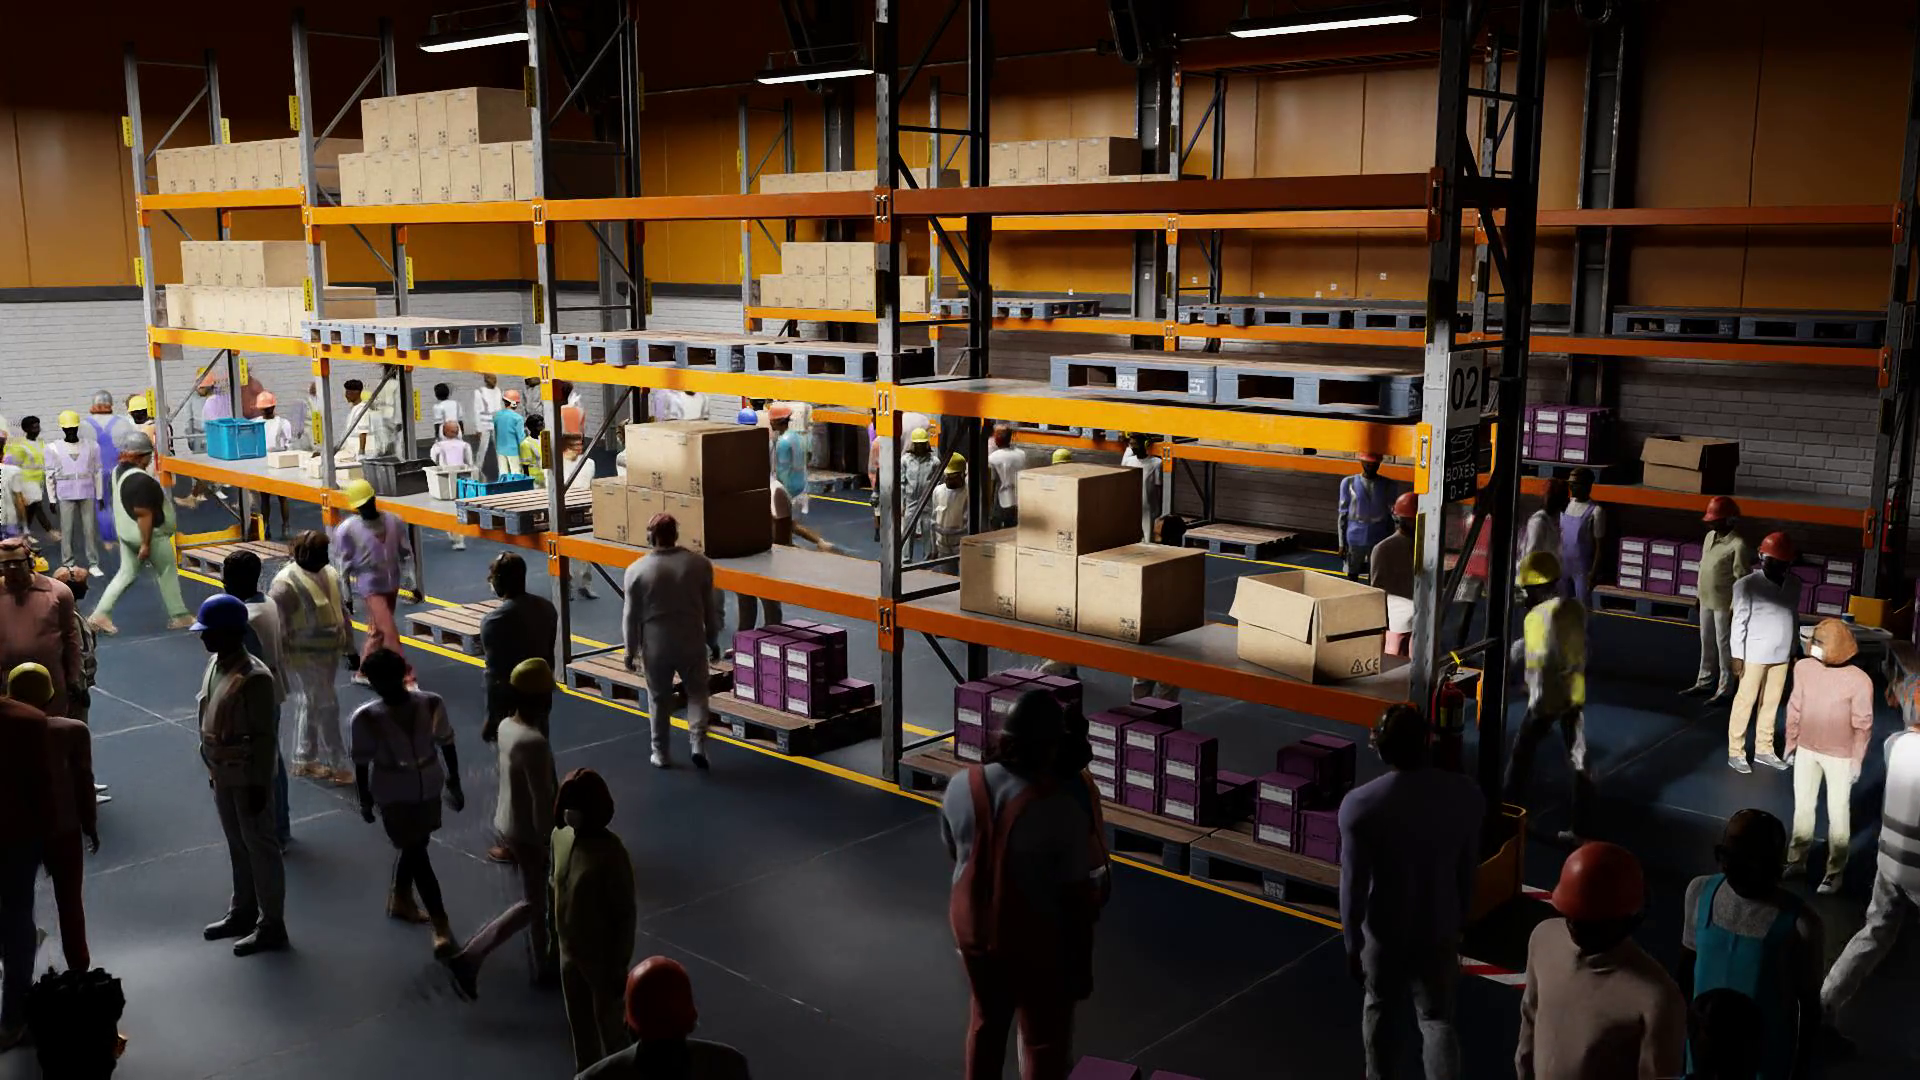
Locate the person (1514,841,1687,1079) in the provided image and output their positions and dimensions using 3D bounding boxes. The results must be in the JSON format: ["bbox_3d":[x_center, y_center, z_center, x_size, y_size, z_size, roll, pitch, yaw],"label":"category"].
[{"bbox_3d":[1.968,1.877,5.256,0.427,1.976,0.626,-5,11,-25],"label":"person"}]

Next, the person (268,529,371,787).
[{"bbox_3d":[-4.411,0.825,11.656,0.810,1.810,0.631,2,10,13],"label":"person"}]

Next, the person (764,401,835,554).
[{"bbox_3d":[-1.858,-0.598,19.191,0.775,2.016,0.607,1,10,5],"label":"person"}]

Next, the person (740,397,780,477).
[{"bbox_3d":[-2.657,-1.080,22.122,0.588,1.927,0.370,-7,12,-34],"label":"person"}]

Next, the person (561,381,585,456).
[{"bbox_3d":[-5.343,-1.175,22.544,0.367,1.966,0.606,7,12,35],"label":"person"}]

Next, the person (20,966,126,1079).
[{"bbox_3d":[-2.280,2.047,4.336,0.373,1.963,0.607,-2,10,-13],"label":"person"}]

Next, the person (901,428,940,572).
[{"bbox_3d":[-0.454,-0.396,18.772,0.487,1.744,0.296,-2,10,-13],"label":"person"}]

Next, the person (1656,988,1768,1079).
[{"bbox_3d":[1.949,2.067,4.365,0.605,1.917,0.383,3,11,19],"label":"person"}]

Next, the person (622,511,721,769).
[{"bbox_3d":[-2.073,0.736,11.933,0.700,1.902,0.477,-3,10,-14],"label":"person"}]

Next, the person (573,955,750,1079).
[{"bbox_3d":[-0.862,2.051,4.905,0.564,1.751,0.342,-5,11,-24],"label":"person"}]

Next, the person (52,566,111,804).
[{"bbox_3d":[-6.004,0.987,11.275,0.313,1.634,0.514,-7,12,-34],"label":"person"}]

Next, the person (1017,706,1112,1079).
[{"bbox_3d":[0.435,1.610,7.148,0.429,1.846,0.625,5,11,24],"label":"person"}]

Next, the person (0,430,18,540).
[{"bbox_3d":[-11.360,-0.498,19.670,0.523,1.631,0.320,4,11,19],"label":"person"}]

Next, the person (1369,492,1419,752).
[{"bbox_3d":[3.300,0.619,12.358,0.617,1.986,0.408,-6,12,-31],"label":"person"}]

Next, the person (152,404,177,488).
[{"bbox_3d":[-11.131,-1.104,23.129,0.391,1.615,0.542,3,10,14],"label":"person"}]

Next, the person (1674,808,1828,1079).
[{"bbox_3d":[2.757,1.830,5.904,0.328,1.841,0.514,-7,12,-36],"label":"person"}]

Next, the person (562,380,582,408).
[{"bbox_3d":[-6.444,-1.837,27.337,0.513,1.596,0.818,-1,10,-5],"label":"person"}]

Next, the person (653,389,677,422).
[{"bbox_3d":[-4.400,-1.626,25.141,0.380,1.951,0.605,-8,13,-39],"label":"person"}]

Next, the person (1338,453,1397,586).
[{"bbox_3d":[3.897,0.007,15.940,0.545,1.940,0.352,1,10,6],"label":"person"}]

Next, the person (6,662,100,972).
[{"bbox_3d":[-4.553,1.459,8.245,0.524,1.760,0.327,-7,12,-33],"label":"person"}]

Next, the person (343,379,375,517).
[{"bbox_3d":[-8.298,-1.255,23.040,0.374,1.958,0.605,-4,11,-23],"label":"person"}]

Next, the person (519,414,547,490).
[{"bbox_3d":[-5.329,-0.745,20.898,0.318,1.691,0.534,3,10,14],"label":"person"}]

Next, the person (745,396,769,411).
[{"bbox_3d":[-2.960,-1.380,24.351,0.360,1.740,0.572,2,10,9],"label":"person"}]

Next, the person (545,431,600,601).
[{"bbox_3d":[-4.125,-0.243,17.660,0.609,1.828,0.569,-6,12,-30],"label":"person"}]

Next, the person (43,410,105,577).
[{"bbox_3d":[-10.051,-0.514,18.916,0.587,1.927,0.367,-8,13,-37],"label":"person"}]

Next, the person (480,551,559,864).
[{"bbox_3d":[-2.711,1.022,10.208,0.372,1.939,0.631,4,11,22],"label":"person"}]

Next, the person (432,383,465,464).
[{"bbox_3d":[-7.853,-1.585,25.679,0.423,1.678,0.588,6,12,30],"label":"person"}]

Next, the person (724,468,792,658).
[{"bbox_3d":[-1.883,0.103,15.106,0.683,2.000,0.536,7,12,36],"label":"person"}]

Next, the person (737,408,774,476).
[{"bbox_3d":[-2.375,-0.528,18.934,0.389,1.949,0.603,9,14,42],"label":"person"}]

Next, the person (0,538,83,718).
[{"bbox_3d":[-6.079,0.926,10.833,0.652,1.906,0.409,-6,11,-29],"label":"person"}]

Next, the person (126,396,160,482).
[{"bbox_3d":[-10.187,-0.851,20.878,0.398,1.913,0.590,-4,11,-24],"label":"person"}]

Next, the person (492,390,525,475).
[{"bbox_3d":[-6.409,-1.280,23.790,0.573,1.738,0.352,6,12,29],"label":"person"}]

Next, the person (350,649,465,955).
[{"bbox_3d":[-2.987,1.382,9.015,0.523,1.634,0.782,-10,14,-44],"label":"person"}]

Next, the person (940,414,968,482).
[{"bbox_3d":[0.036,-1.091,21.999,0.613,1.991,0.392,4,11,21],"label":"person"}]

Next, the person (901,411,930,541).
[{"bbox_3d":[-0.651,-0.919,21.179,0.629,1.939,0.371,-9,13,-41],"label":"person"}]

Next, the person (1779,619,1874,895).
[{"bbox_3d":[5.060,1.257,9.740,0.287,1.631,0.501,-5,11,-28],"label":"person"}]
